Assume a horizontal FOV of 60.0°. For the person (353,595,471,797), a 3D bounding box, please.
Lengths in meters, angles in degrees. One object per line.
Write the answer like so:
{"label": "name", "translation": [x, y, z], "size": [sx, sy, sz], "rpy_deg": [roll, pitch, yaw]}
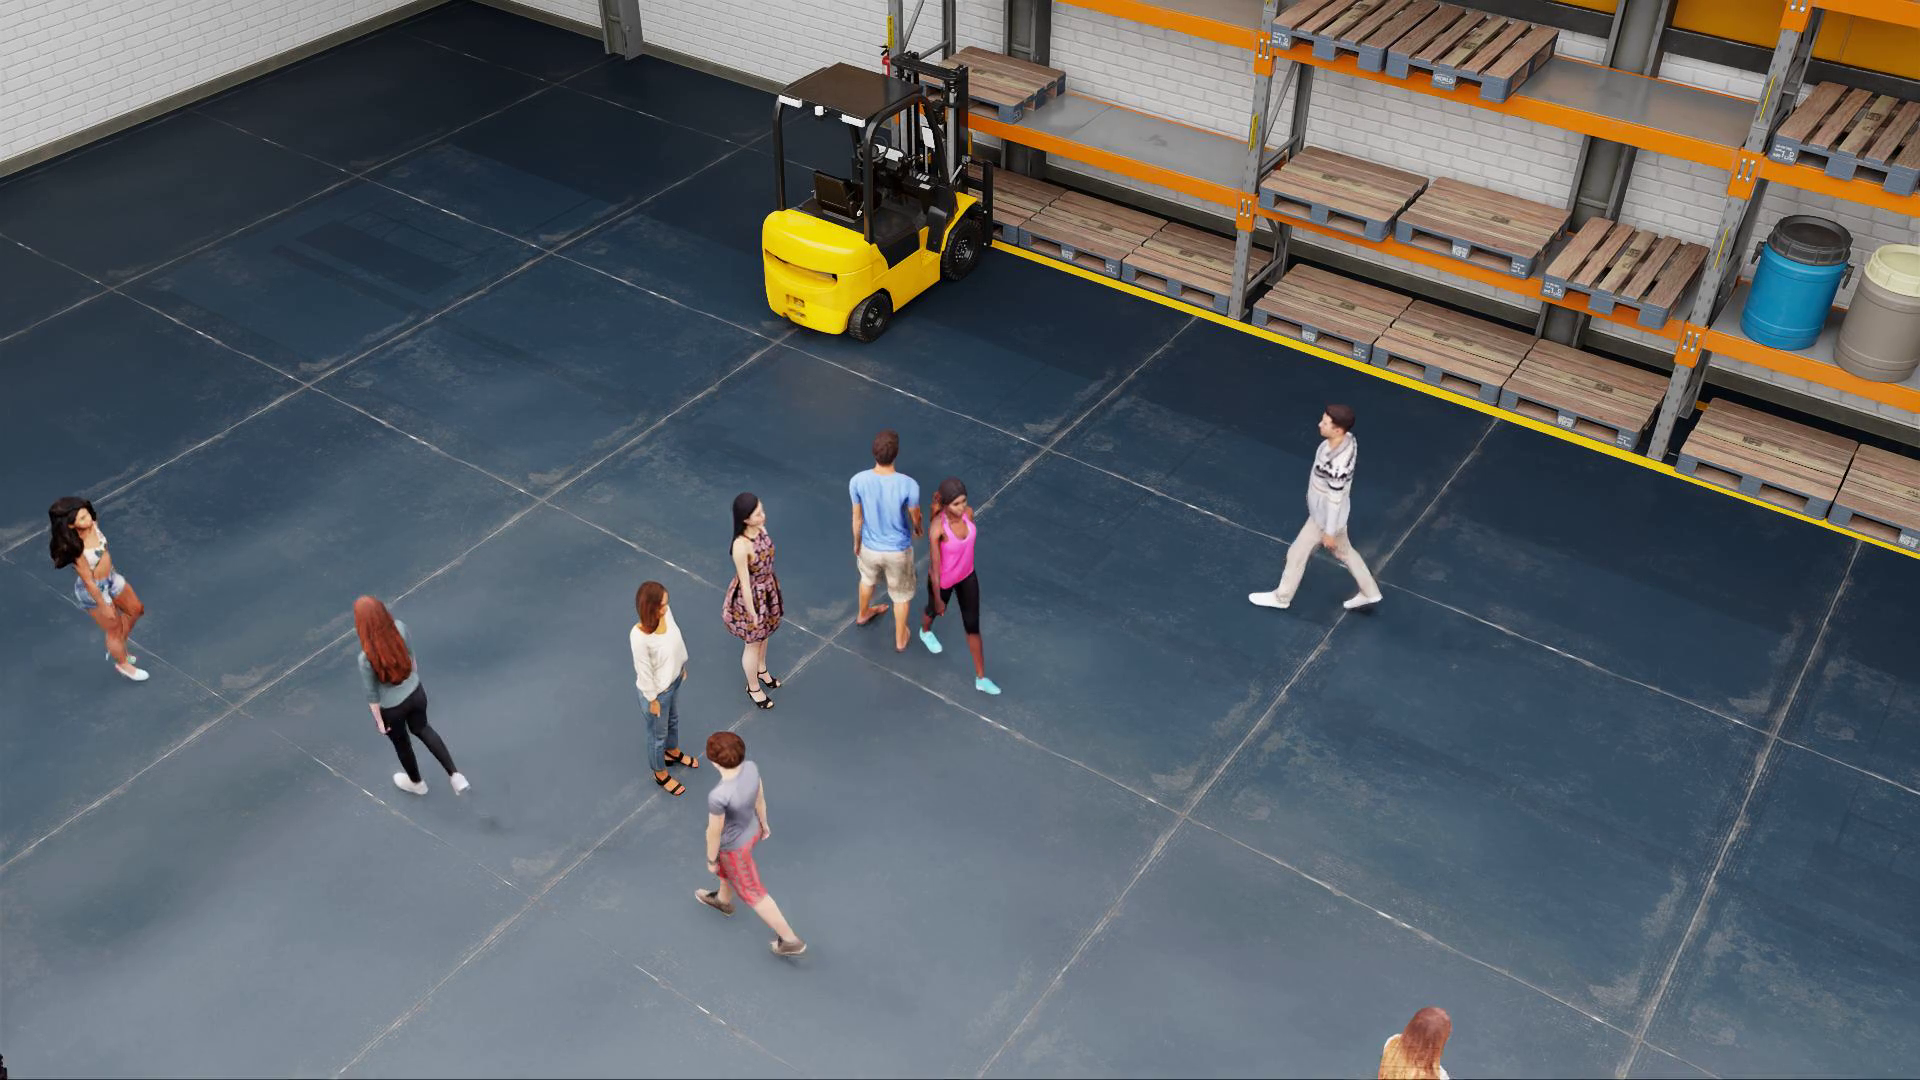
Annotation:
{"label": "person", "translation": [-3.489, 1.055, 10.555], "size": [0.908, 1.732, 0.606], "rpy_deg": [21, 43, 24]}

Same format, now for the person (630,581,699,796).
{"label": "person", "translation": [-1.944, 0.926, 10.760], "size": [0.645, 1.678, 0.676], "rpy_deg": [11, 40, 13]}

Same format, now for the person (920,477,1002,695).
{"label": "person", "translation": [-0.112, 0.243, 11.624], "size": [0.859, 1.667, 1.211], "rpy_deg": [-23, 44, -26]}

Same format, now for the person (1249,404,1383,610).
{"label": "person", "translation": [2.761, -0.189, 12.028], "size": [1.251, 1.839, 0.876], "rpy_deg": [14, 41, 17]}

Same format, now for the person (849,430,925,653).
{"label": "person", "translation": [-0.497, 0.072, 11.691], "size": [0.825, 1.851, 0.896], "rpy_deg": [5, 39, 6]}

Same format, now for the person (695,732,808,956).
{"label": "person", "translation": [-1.233, 1.802, 9.707], "size": [1.113, 1.624, 0.637], "rpy_deg": [20, 43, 24]}

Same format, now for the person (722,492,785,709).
{"label": "person", "translation": [-1.382, 0.403, 11.338], "size": [0.795, 1.774, 0.769], "rpy_deg": [8, 39, 10]}

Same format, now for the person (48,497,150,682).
{"label": "person", "translation": [-6.013, 0.358, 11.523], "size": [0.762, 1.613, 0.708], "rpy_deg": [-2, 39, -3]}

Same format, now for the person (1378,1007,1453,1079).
{"label": "person", "translation": [2.145, 2.931, 8.244], "size": [0.870, 1.685, 0.888], "rpy_deg": [-17, 42, -20]}
